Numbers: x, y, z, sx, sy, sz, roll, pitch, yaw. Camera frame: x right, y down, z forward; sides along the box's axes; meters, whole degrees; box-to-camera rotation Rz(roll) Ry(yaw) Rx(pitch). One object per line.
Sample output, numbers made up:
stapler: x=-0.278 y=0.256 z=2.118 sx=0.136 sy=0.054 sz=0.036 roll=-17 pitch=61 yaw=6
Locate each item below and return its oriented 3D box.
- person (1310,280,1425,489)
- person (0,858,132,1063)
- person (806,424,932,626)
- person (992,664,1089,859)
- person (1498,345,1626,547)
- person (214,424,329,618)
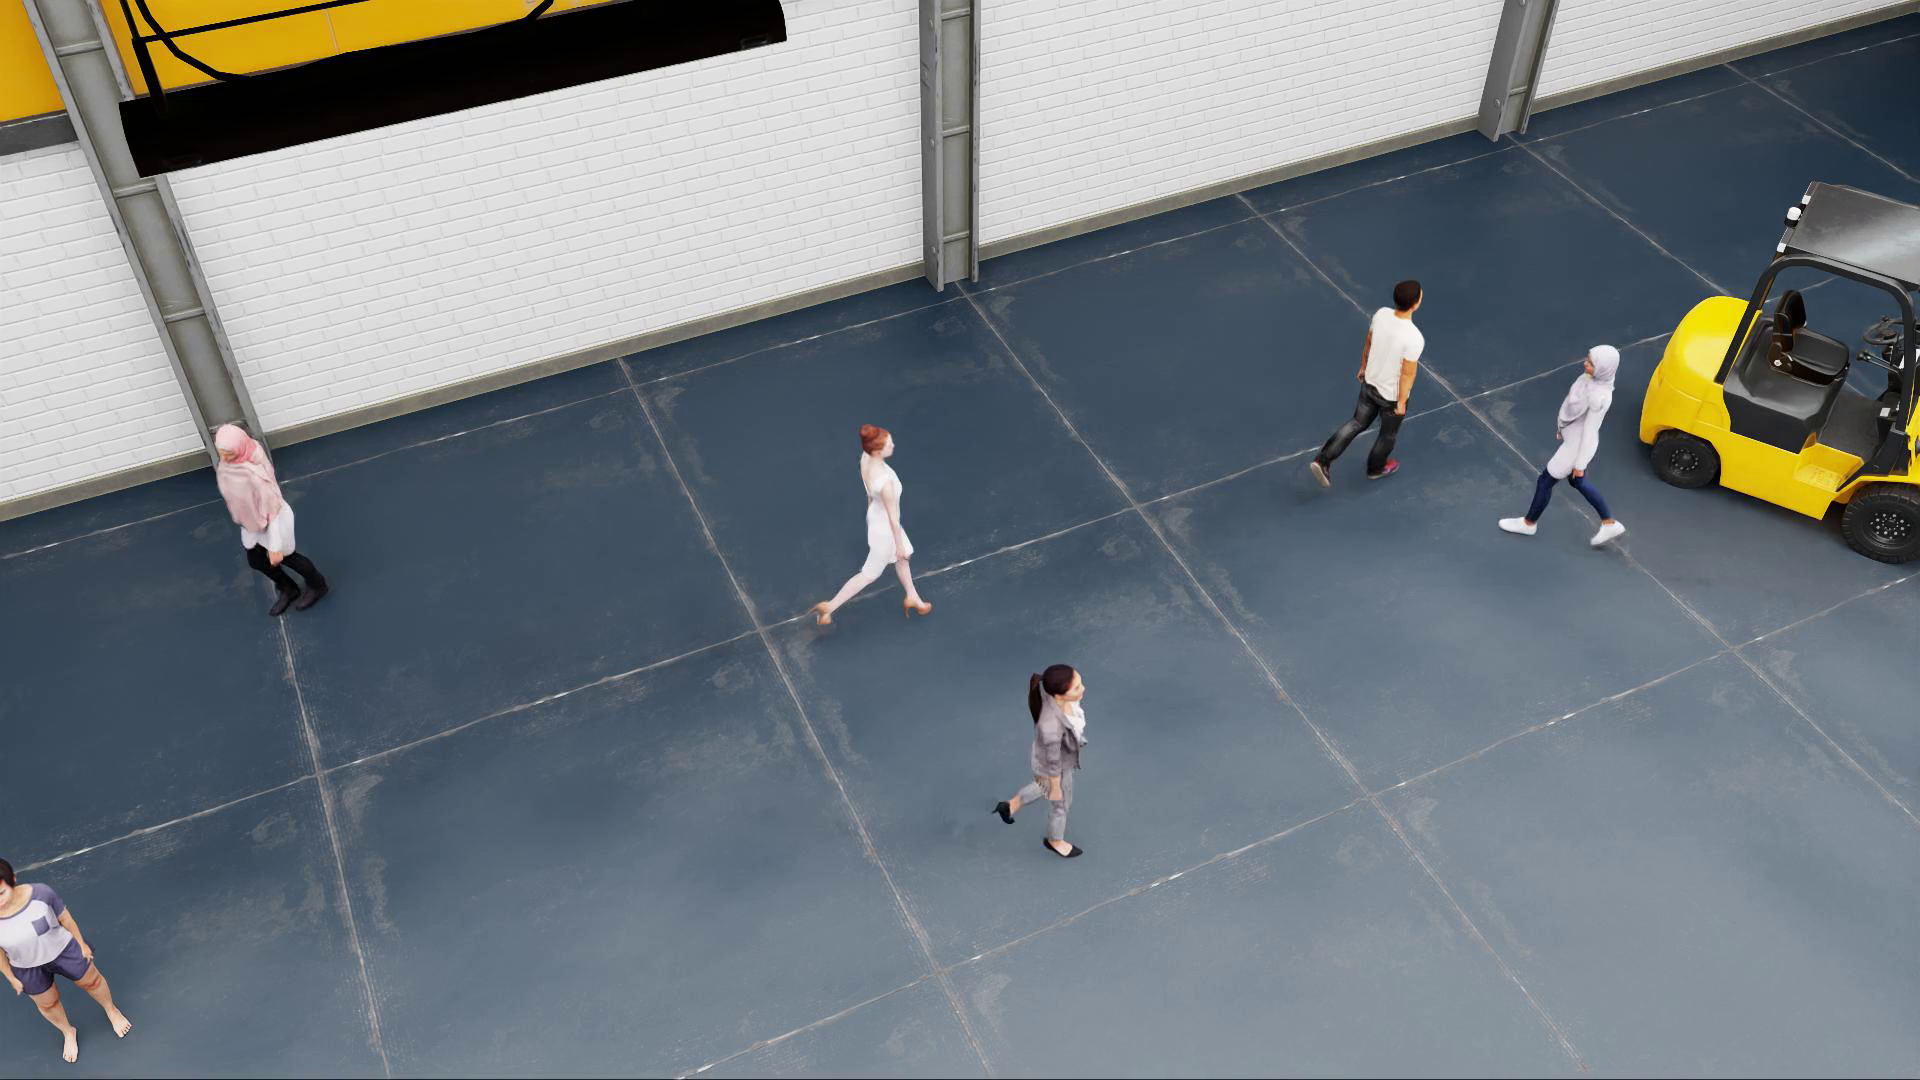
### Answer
person: x=3.005 y=-1.081 z=12.072 sx=1.062 sy=1.779 sz=0.716 roll=-22 pitch=48 yaw=-22
person: x=-4.845 y=2.187 z=8.797 sx=0.497 sy=1.566 sz=0.656 roll=-25 pitch=49 yaw=-24
person: x=-0.605 y=-0.027 z=10.980 sx=1.130 sy=1.761 sz=0.676 roll=-12 pitch=45 yaw=-12
person: x=0.473 y=1.282 z=9.678 sx=0.927 sy=1.661 sz=0.830 roll=4 pitch=44 yaw=4
person: x=4.405 y=-0.639 z=11.631 sx=1.120 sy=1.748 sz=1.072 roll=15 pitch=46 yaw=15
person: x=-4.575 y=-0.156 z=11.113 sx=0.841 sy=1.763 sz=0.810 roll=-31 pitch=52 yaw=-28
